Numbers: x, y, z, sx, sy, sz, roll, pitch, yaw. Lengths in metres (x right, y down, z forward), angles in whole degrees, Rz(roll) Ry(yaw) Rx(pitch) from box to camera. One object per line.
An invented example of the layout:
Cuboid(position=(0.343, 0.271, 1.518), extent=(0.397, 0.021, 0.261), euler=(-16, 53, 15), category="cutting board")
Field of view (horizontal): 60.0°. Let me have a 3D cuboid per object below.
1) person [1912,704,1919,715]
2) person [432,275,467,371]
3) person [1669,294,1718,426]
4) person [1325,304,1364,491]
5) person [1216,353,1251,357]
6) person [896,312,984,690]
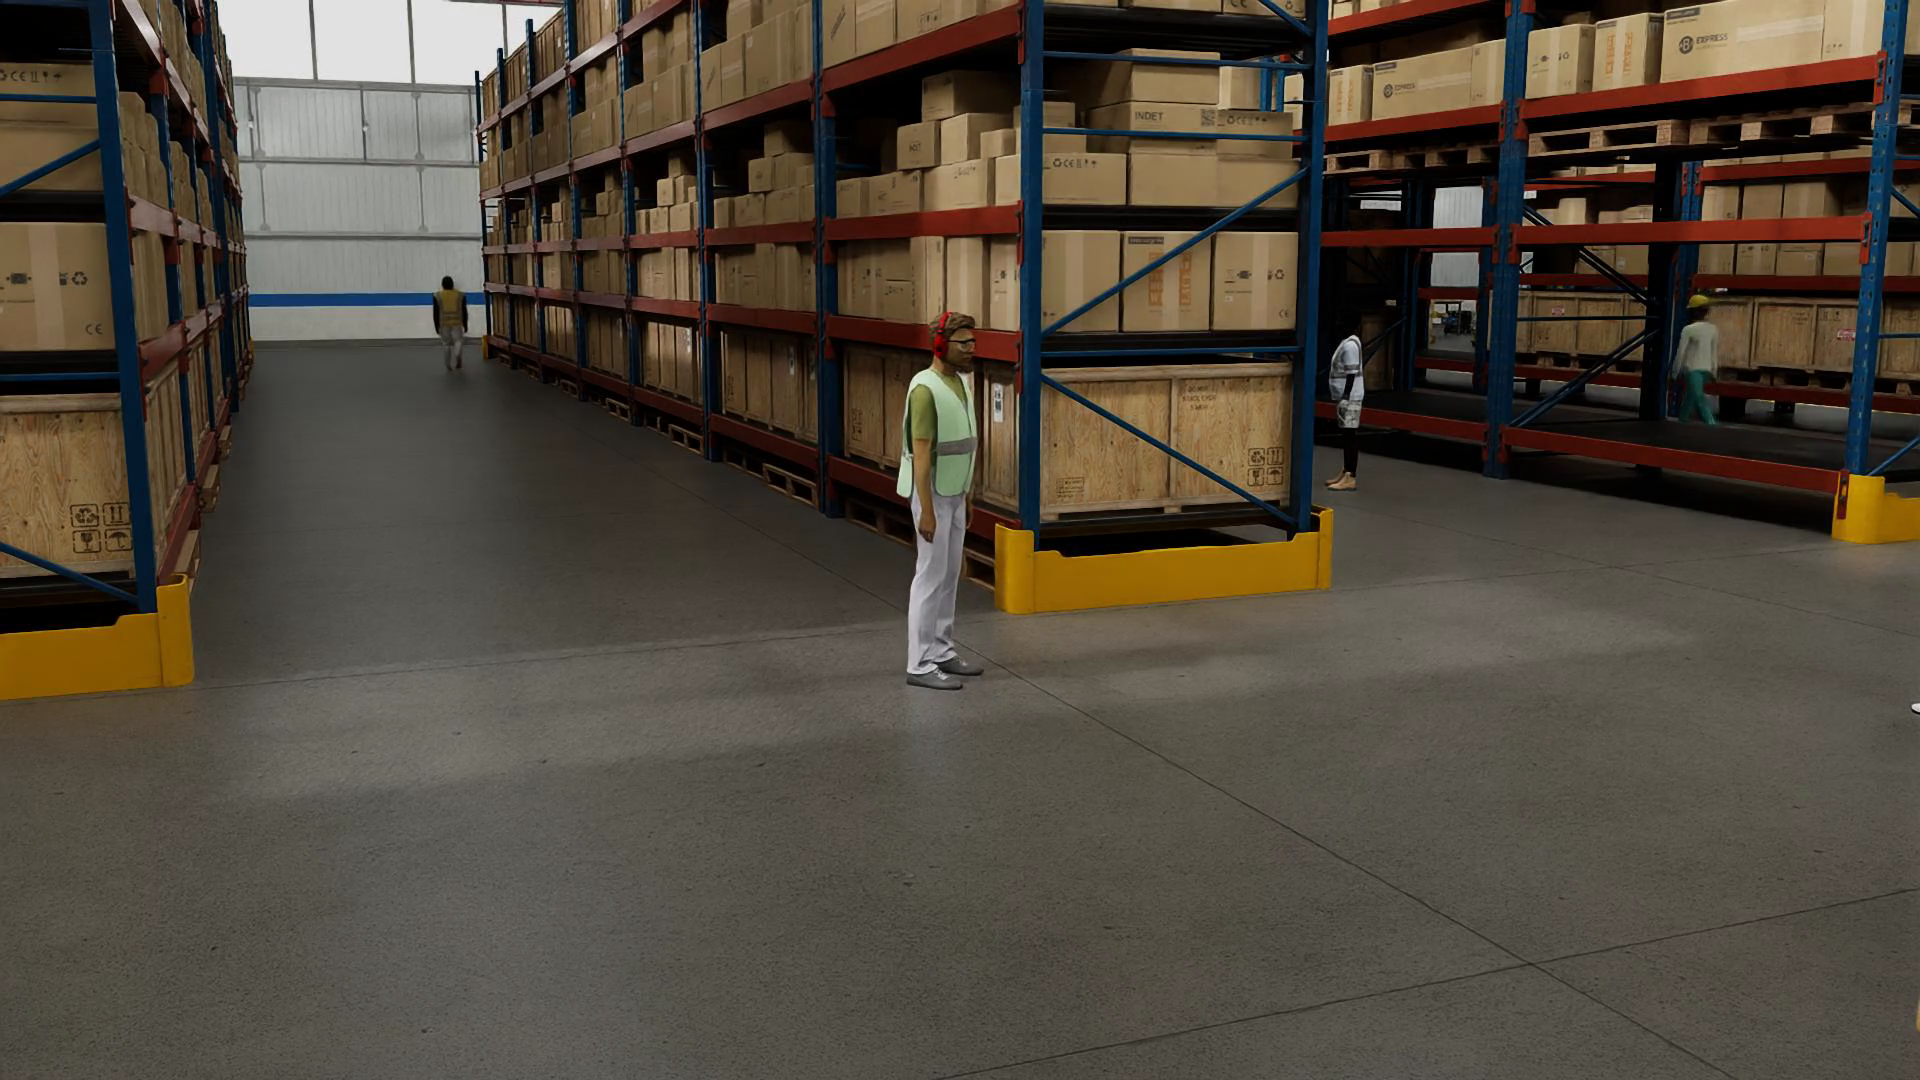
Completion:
Cuboid(position=(4.644, -0.122, 7.542), extent=(0.642, 1.900, 0.400), euler=(-9, 13, -43), category="person")
Cuboid(position=(-9.744, -4.140, 31.790), extent=(0.645, 1.832, 0.504), euler=(-3, 10, -20), category="person")
Cuboid(position=(8.222, -1.875, 18.562), extent=(0.536, 1.722, 0.898), euler=(-5, 11, -28), category="person")
Cuboid(position=(3.514, -1.293, 15.145), extent=(0.318, 1.697, 0.535), euler=(2, 10, 9), category="person")
Cuboid(position=(2.118, -1.117, 13.744), extent=(0.600, 1.813, 0.651), euler=(-3, 10, -16), category="person")
Cuboid(position=(-0.107, -0.195, 8.157), extent=(0.381, 1.836, 0.564), euler=(3, 10, 20), category="person")
